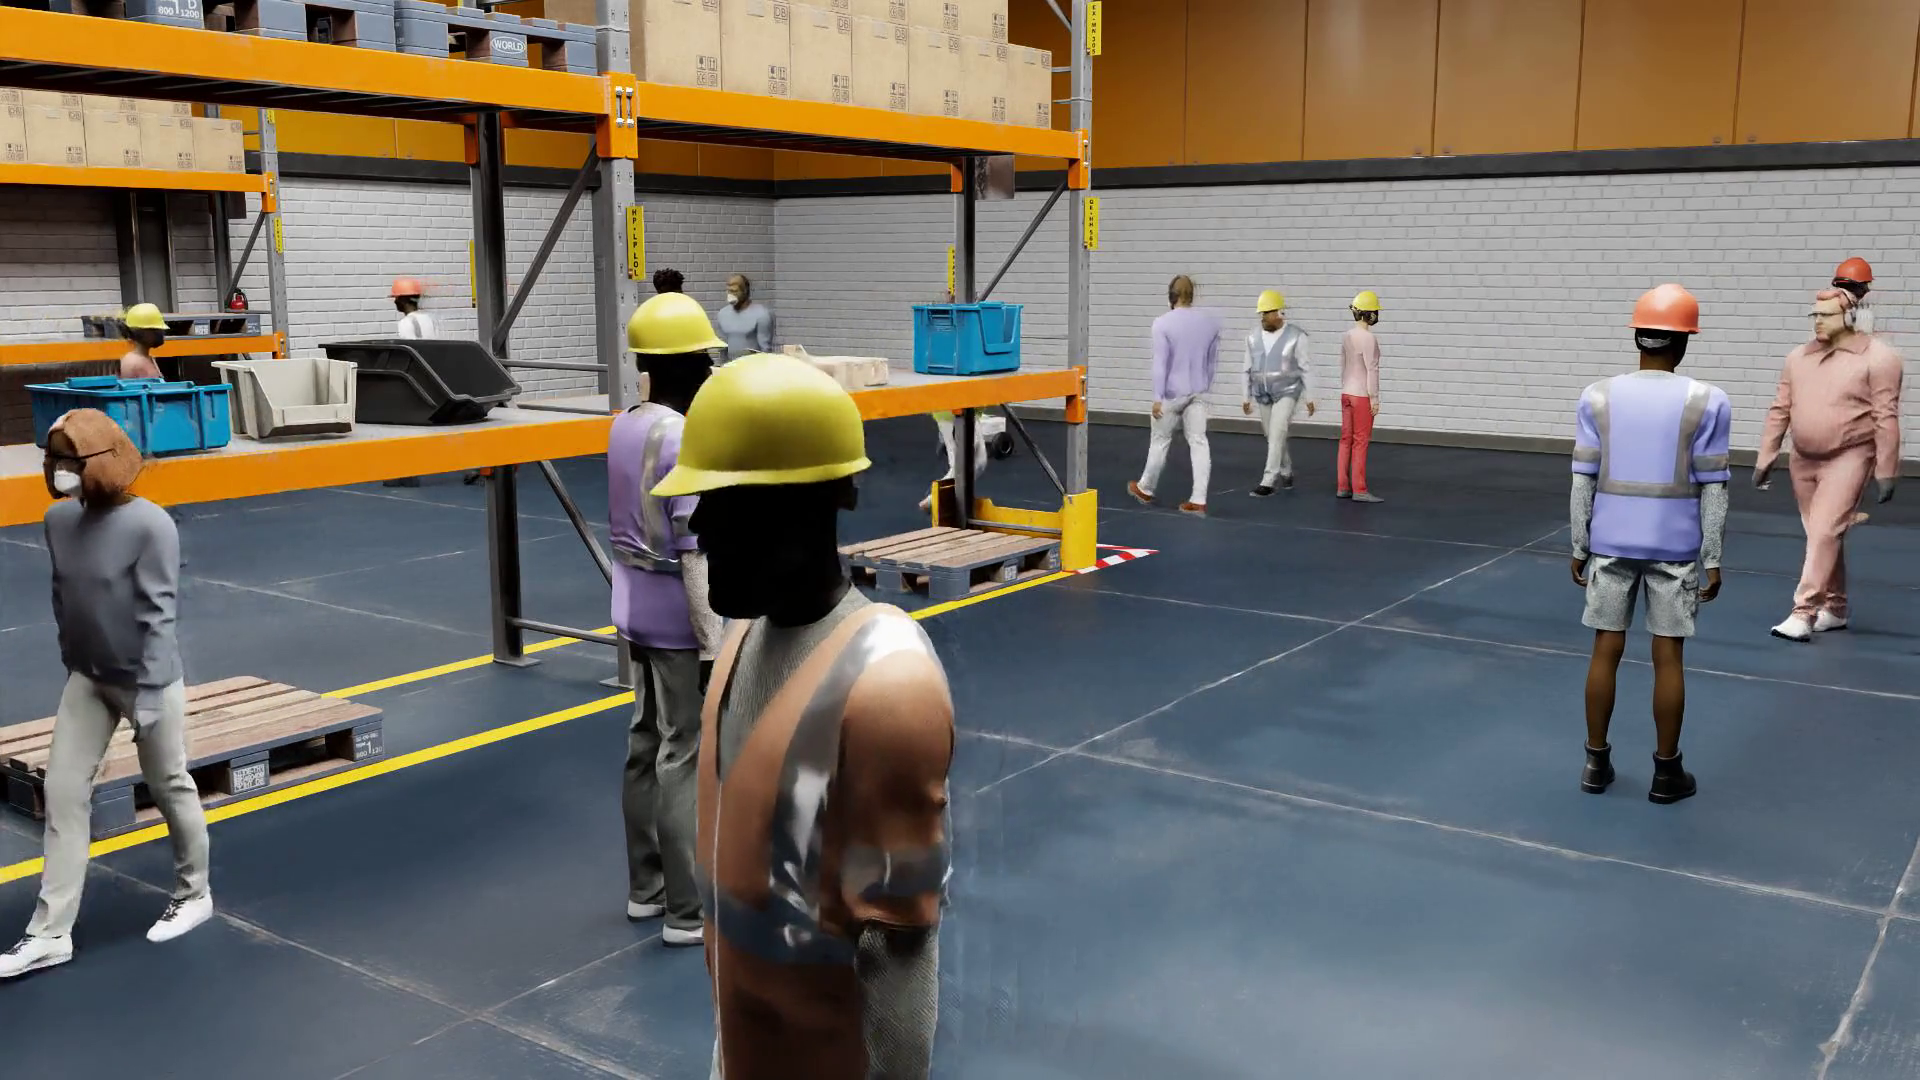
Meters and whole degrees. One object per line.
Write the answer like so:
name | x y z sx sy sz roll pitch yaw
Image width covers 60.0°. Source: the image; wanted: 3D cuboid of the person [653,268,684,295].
person | -2.433 -1.261 13.775 0.608 1.963 0.370 9 13 42

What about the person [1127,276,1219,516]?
person | 1.730 -1.170 13.428 0.660 1.893 0.974 -5 11 -26

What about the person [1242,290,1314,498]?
person | 2.776 -1.283 14.477 0.619 1.786 0.907 8 12 39

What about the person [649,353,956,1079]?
person | -0.153 0.685 2.369 0.731 1.903 0.595 -5 11 -29

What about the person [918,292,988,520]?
person | -0.018 -0.898 12.040 0.463 1.823 0.647 1 10 7

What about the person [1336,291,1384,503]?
person | 3.379 -1.199 13.995 0.314 1.769 0.523 -3 10 -15

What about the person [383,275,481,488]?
person | -4.713 -1.395 14.805 0.872 1.907 0.559 2 10 10

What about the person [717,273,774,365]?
person | -1.964 -1.487 15.285 0.637 1.916 0.455 5 11 27

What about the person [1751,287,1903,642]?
person | 4.527 -0.394 8.866 0.880 1.871 0.683 -4 10 -24

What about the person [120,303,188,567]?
person | -5.305 -0.661 10.848 0.389 1.754 0.525 -3 10 -15

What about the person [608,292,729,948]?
person | -0.841 0.240 4.939 0.364 1.930 0.588 -6 11 -33

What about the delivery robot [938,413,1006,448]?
delivery robot | 0.121 -1.137 16.950 0.707 0.478 0.477 -8 12 -38

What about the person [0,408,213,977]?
person | -2.460 0.437 4.724 0.511 1.598 0.773 4 10 20

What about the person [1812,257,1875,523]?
person | 6.854 -1.155 12.893 0.358 2.047 0.615 -2 10 -10

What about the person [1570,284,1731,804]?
person | 2.585 0.015 6.257 0.551 1.935 0.372 6 11 33
